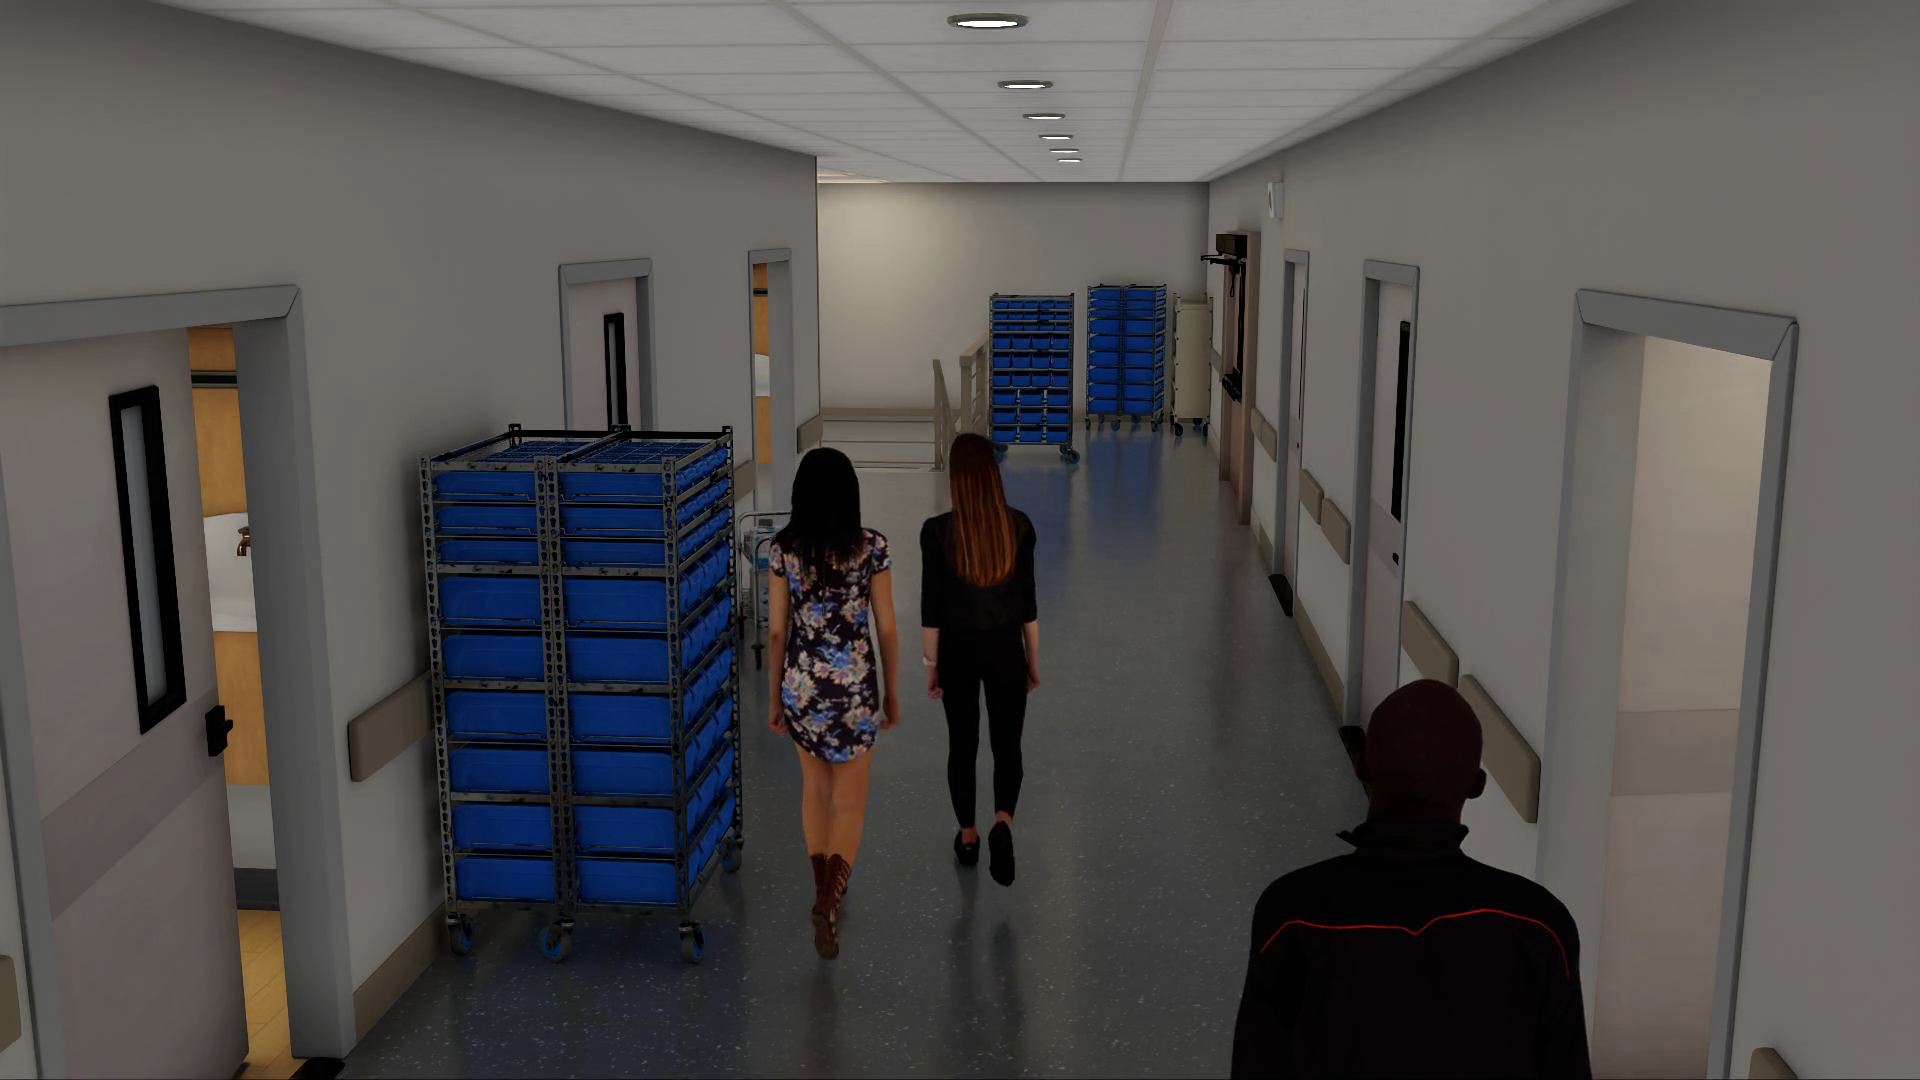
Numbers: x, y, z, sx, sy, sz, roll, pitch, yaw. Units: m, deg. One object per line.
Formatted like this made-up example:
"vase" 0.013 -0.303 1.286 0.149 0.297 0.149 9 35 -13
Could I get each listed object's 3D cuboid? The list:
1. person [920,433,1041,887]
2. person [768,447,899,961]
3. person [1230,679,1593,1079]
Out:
"person" 0.091 0.469 6.222 0.675 1.695 0.964 0 11 -3
"person" -0.454 0.568 5.659 0.600 1.710 1.021 1 11 6
"person" 0.672 1.097 2.567 0.701 1.825 0.584 1 11 7
